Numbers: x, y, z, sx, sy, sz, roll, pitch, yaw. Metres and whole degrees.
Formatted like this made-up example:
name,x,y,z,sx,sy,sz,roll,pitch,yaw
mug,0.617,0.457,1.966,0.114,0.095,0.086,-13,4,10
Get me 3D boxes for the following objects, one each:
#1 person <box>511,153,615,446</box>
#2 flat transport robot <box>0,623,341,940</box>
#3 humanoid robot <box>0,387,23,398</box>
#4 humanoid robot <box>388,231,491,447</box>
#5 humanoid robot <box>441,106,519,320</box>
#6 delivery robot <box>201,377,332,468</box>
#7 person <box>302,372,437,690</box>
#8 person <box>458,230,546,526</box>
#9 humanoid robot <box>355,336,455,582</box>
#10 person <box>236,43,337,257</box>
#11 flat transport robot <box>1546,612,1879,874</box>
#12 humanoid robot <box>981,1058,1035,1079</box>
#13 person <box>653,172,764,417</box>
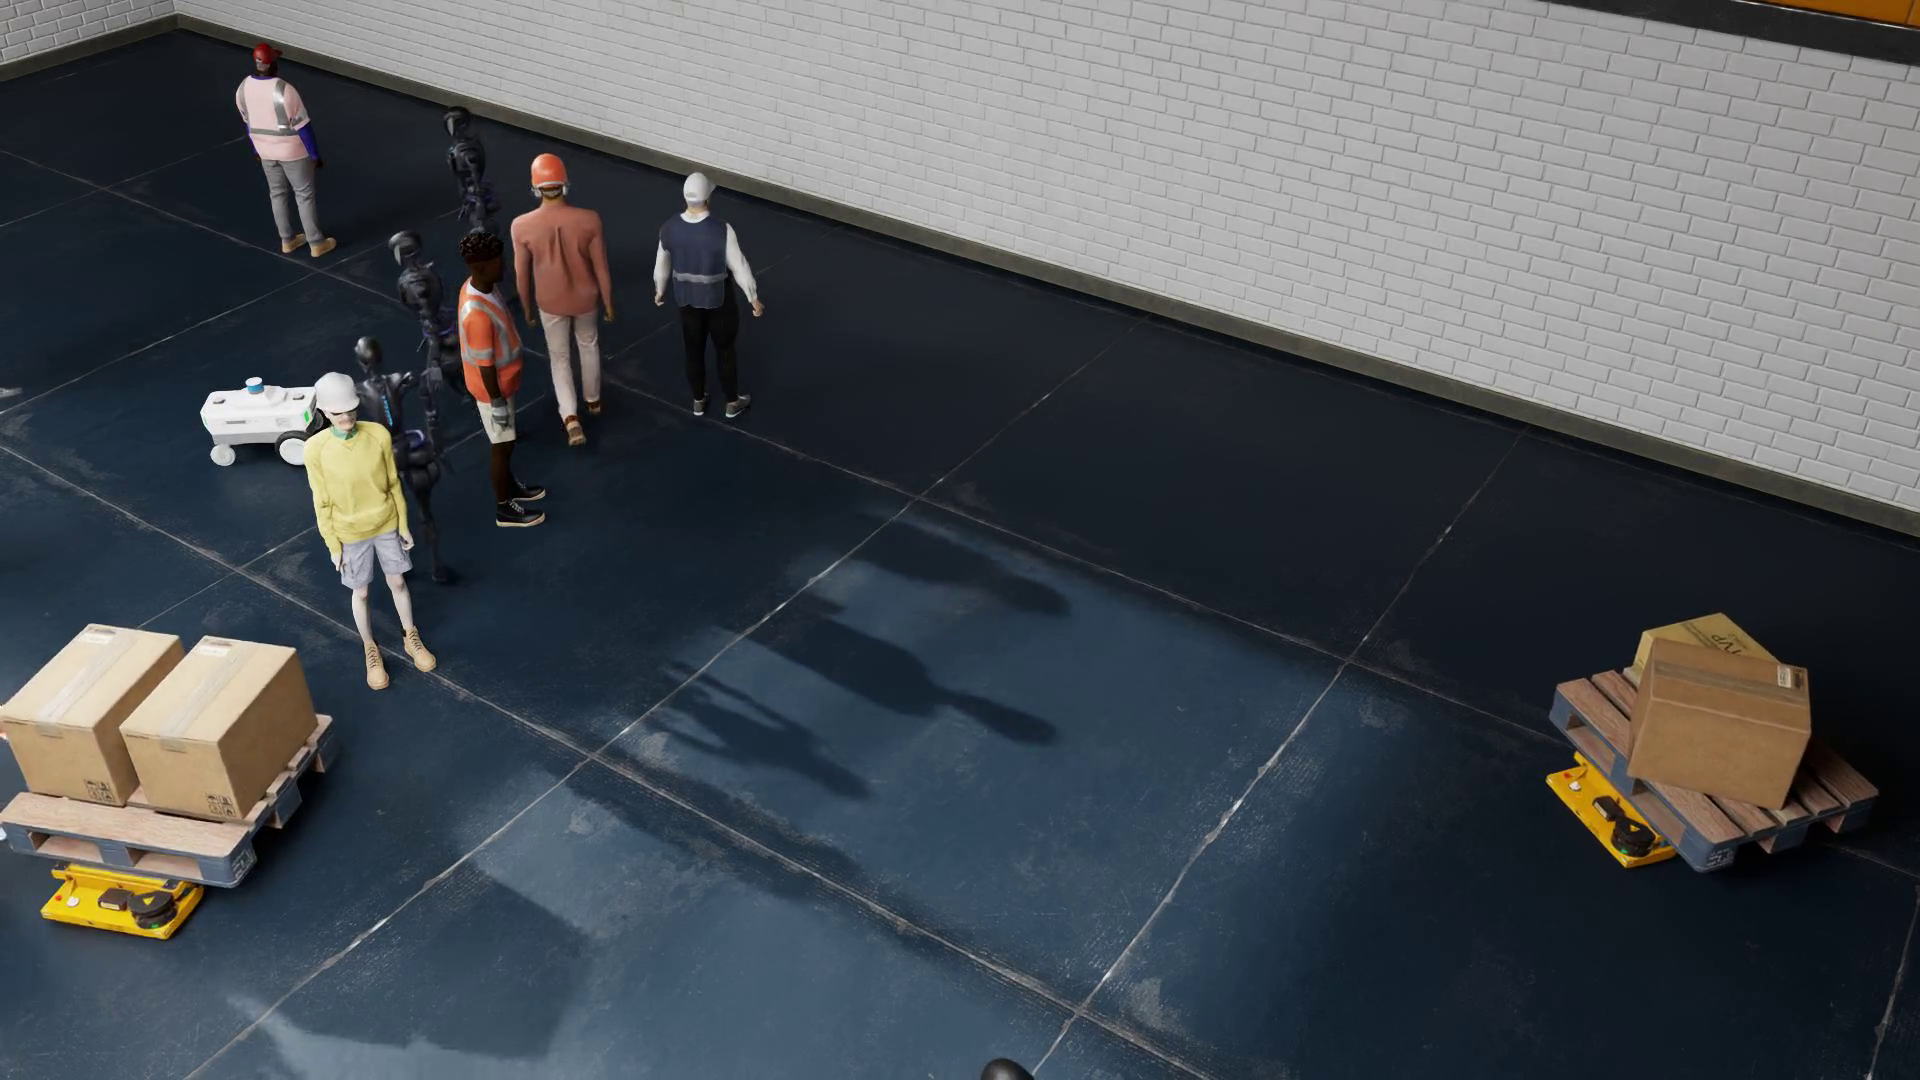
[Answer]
name,x,y,z,sx,sy,sz,roll,pitch,yaw
person,-2.614,-1.586,11.062,0.620,1.966,0.864,-9,36,-13
flat transport robot,-3.855,1.365,8.313,0.659,0.231,1.431,7,36,10
humanoid robot,-7.198,-1.658,11.370,0.950,1.774,0.552,-17,39,-23
humanoid robot,-3.410,-1.297,10.934,0.733,1.625,0.597,-13,37,-18
humanoid robot,-3.704,-2.485,12.602,0.687,1.633,0.608,-17,38,-23
delivery robot,-4.648,-0.801,11.176,0.811,0.613,0.499,-3,35,-5
person,-3.193,-0.063,8.940,0.471,1.895,0.386,-21,40,-27
person,-2.833,-0.978,10.194,0.375,1.958,0.604,-7,36,-10
humanoid robot,-3.278,-0.476,9.710,0.589,1.641,0.417,-18,39,-24
person,-5.465,-3.154,13.487,0.598,1.747,0.418,7,36,10
flat transport robot,3.807,1.236,8.497,1.431,0.231,0.659,-11,37,-16
humanoid robot,0.047,2.313,5.742,0.642,1.629,0.586,26,42,32
person,-1.727,-1.655,11.329,0.772,1.755,0.450,6,35,8
